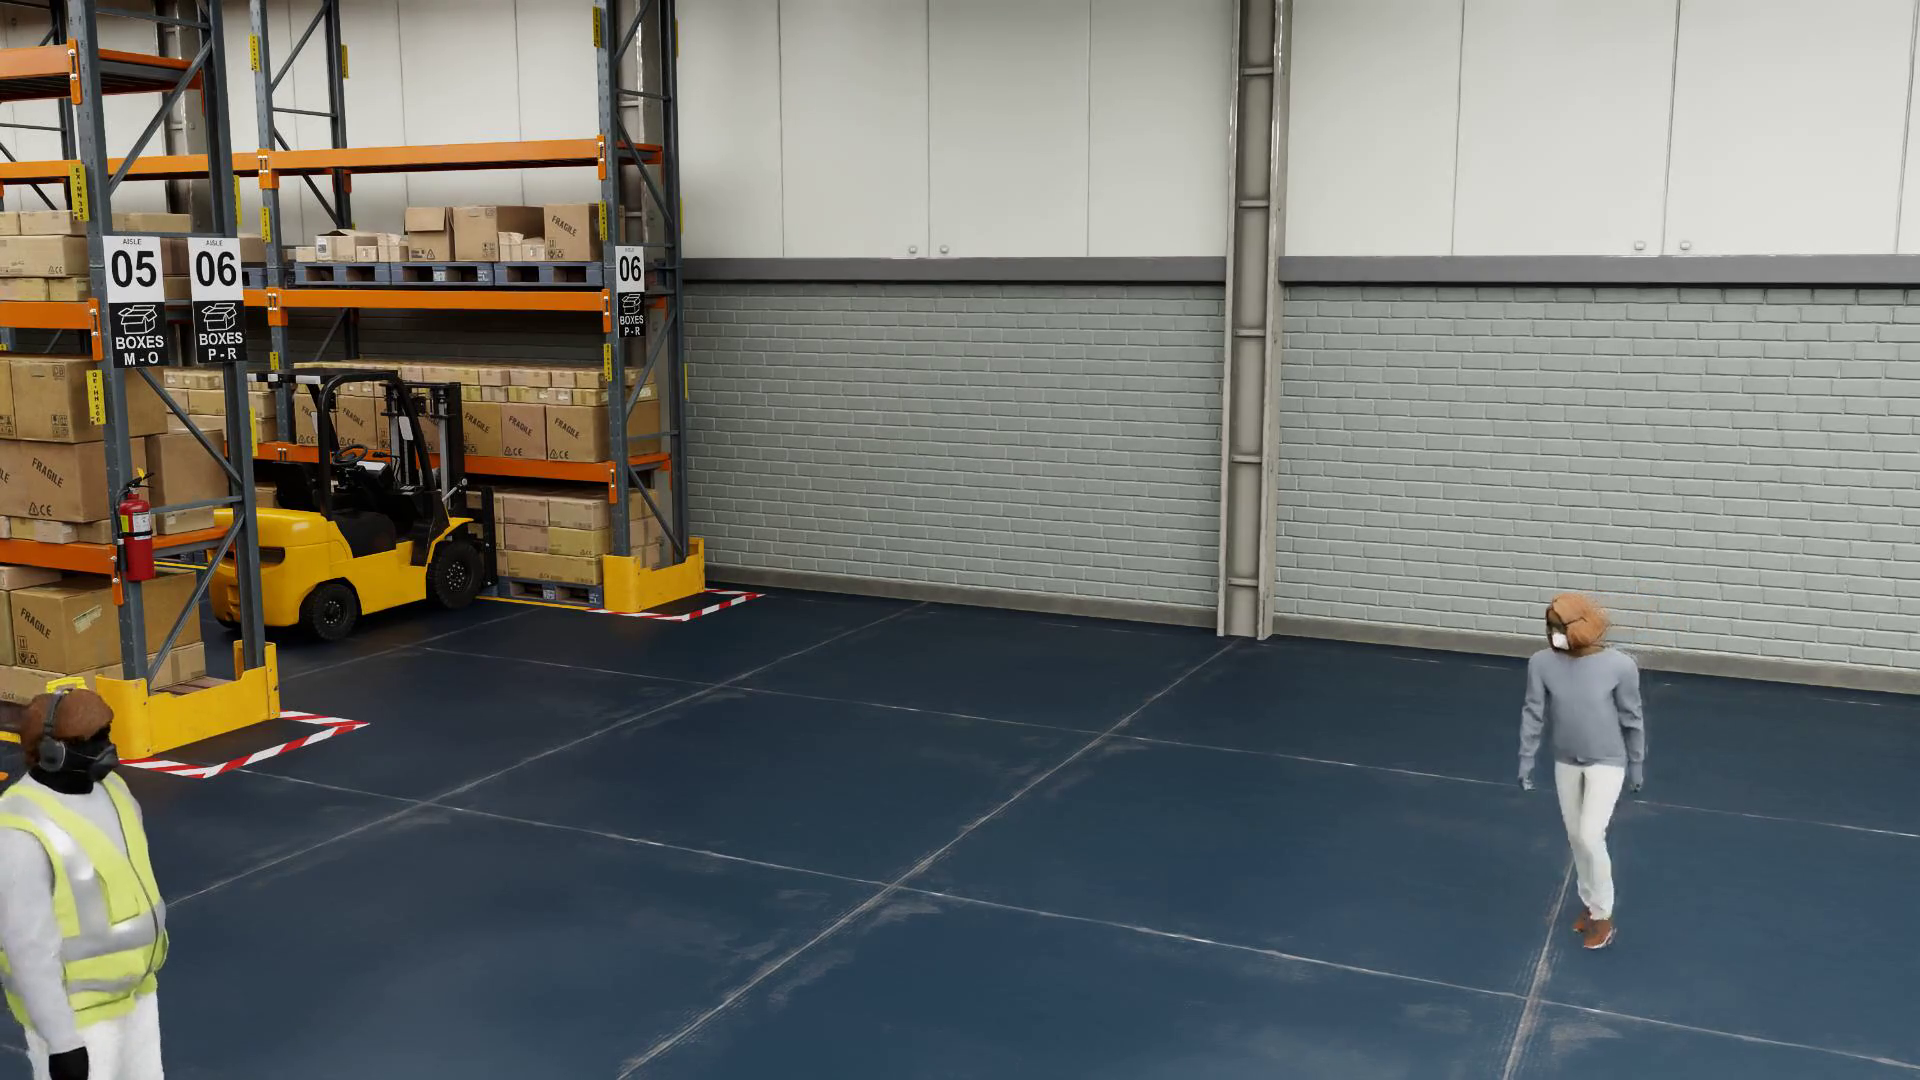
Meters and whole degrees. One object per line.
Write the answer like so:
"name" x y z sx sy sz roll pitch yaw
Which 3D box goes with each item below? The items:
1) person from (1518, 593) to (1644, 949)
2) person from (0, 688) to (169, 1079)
"person" 2.800 1.022 7.513 0.552 1.590 0.509 -9 13 -44
"person" -2.551 1.332 4.875 0.429 1.842 0.636 0 9 0
